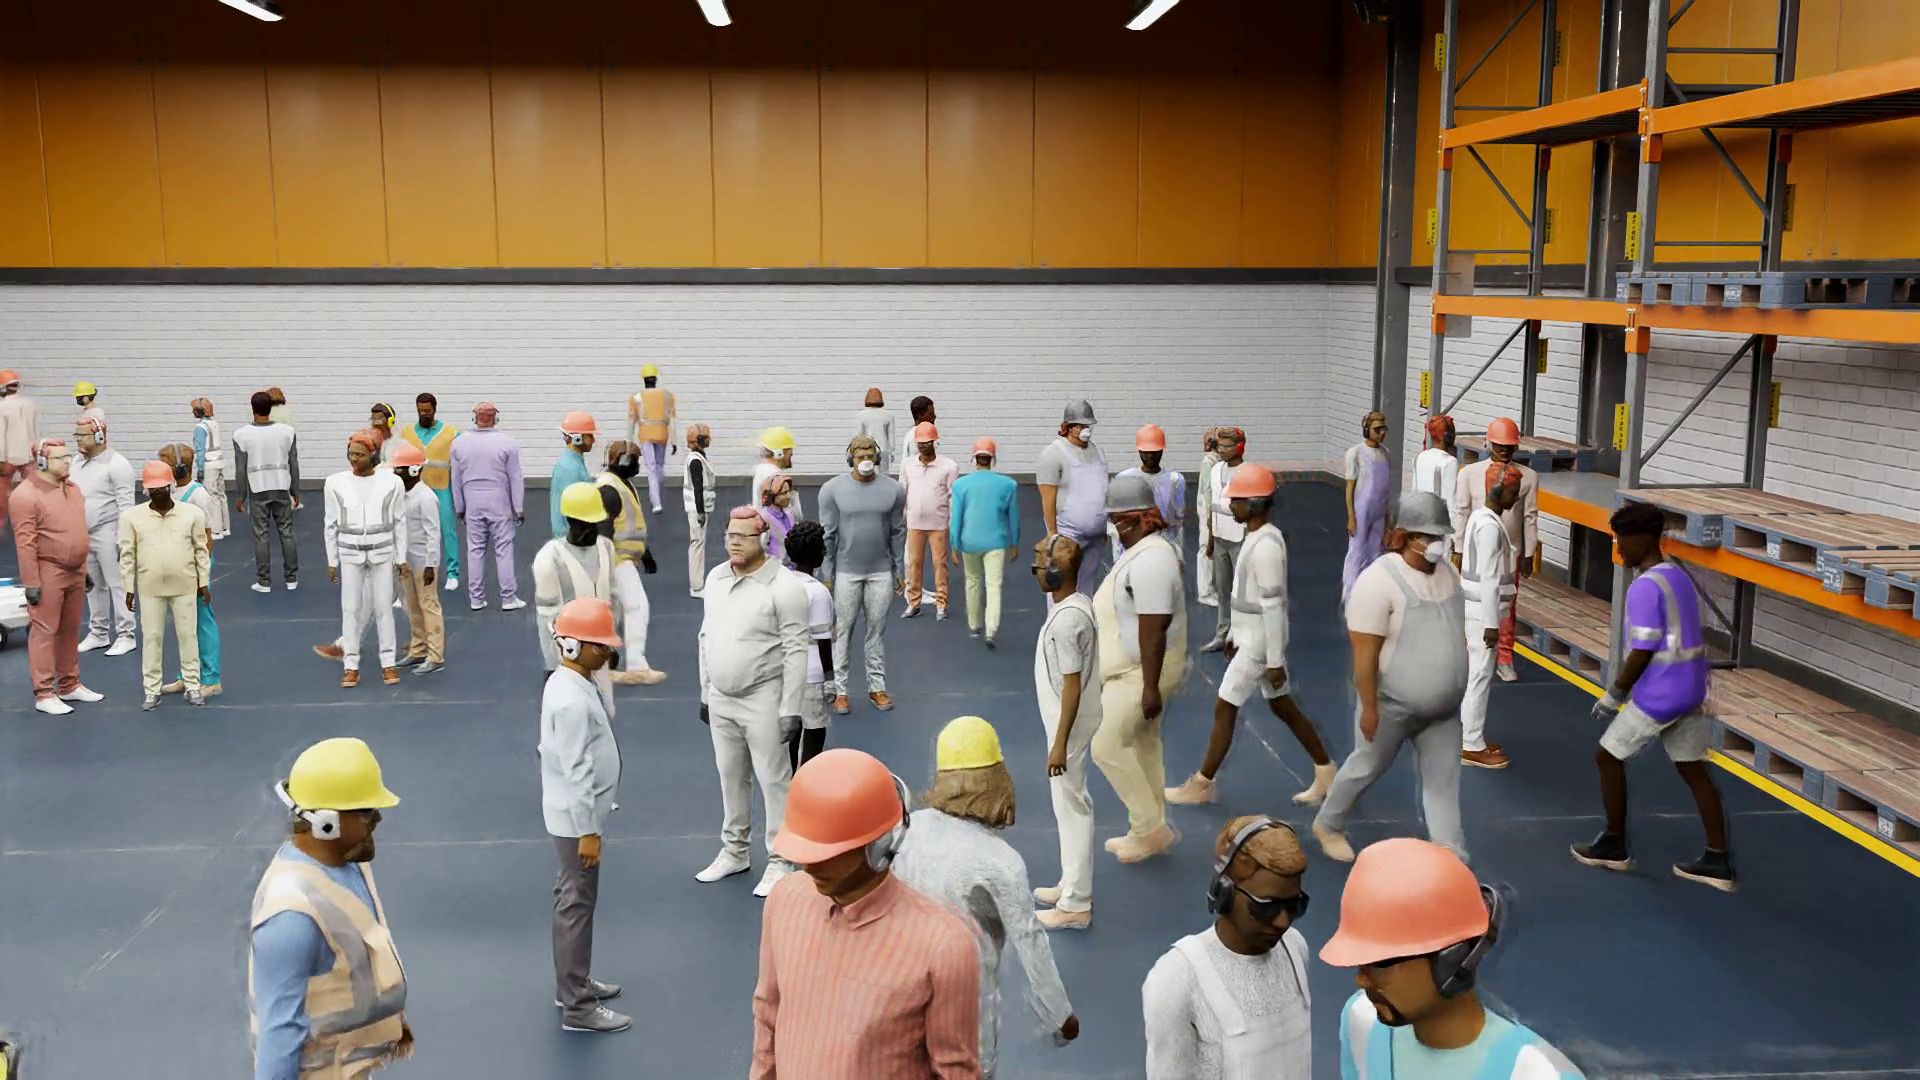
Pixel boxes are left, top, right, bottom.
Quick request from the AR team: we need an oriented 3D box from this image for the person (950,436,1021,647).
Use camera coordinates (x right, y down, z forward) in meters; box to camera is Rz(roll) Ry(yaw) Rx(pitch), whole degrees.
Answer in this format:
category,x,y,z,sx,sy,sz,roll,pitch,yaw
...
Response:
category,x,y,z,sx,sy,sz,roll,pitch,yaw
person,0.208,0.010,13.649,0.589,1.714,0.846,0,9,0

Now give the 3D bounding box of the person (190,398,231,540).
category,x,y,z,sx,sy,sz,roll,pitch,yaw
person,-8.597,-0.811,19.047,0.318,1.630,0.512,-1,9,-6

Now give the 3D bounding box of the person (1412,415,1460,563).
category,x,y,z,sx,sy,sz,roll,pitch,yaw
person,3.937,-0.087,13.697,0.356,1.885,0.572,-3,10,-19

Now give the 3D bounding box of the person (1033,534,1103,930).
category,x,y,z,sx,sy,sz,roll,pitch,yaw
person,0.487,0.885,7.720,0.339,1.842,0.507,2,9,10

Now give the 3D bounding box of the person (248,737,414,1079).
category,x,y,z,sx,sy,sz,roll,pitch,yaw
person,-1.809,1.414,4.600,0.932,1.795,0.590,-2,9,-13

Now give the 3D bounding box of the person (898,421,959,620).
category,x,y,z,sx,sy,sz,roll,pitch,yaw
person,-0.289,-0.168,14.610,0.568,1.751,0.329,2,9,14

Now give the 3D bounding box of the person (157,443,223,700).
category,x,y,z,sx,sy,sz,roll,pitch,yaw
person,-5.531,0.221,11.899,0.508,1.841,0.345,6,11,35

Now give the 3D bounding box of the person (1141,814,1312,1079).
category,x,y,z,sx,sy,sz,roll,pitch,yaw
person,0.627,1.512,3.801,0.506,1.839,0.343,-8,12,-40

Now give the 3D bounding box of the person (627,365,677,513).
category,x,y,z,sx,sy,sz,roll,pitch,yaw
person,-3.970,-1.306,21.372,0.603,1.871,1.031,-3,10,-21

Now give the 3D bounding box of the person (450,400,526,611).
category,x,y,z,sx,sy,sz,roll,pitch,yaw
person,-4.231,-0.308,14.997,0.652,1.911,0.404,1,9,6

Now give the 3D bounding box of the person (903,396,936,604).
category,x,y,z,sx,sy,sz,roll,pitch,yaw
person,-0.388,-0.374,15.384,0.390,1.920,0.587,0,9,-2

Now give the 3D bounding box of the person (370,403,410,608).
category,x,y,z,sx,sy,sz,roll,pitch,yaw
person,-5.225,-0.315,15.173,0.514,1.872,0.328,3,10,20

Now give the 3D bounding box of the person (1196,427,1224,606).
category,x,y,z,sx,sy,sz,roll,pitch,yaw
person,2.327,-0.221,15.300,0.309,1.641,0.513,3,9,17

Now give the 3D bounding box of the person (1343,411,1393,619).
category,x,y,z,sx,sy,sz,roll,pitch,yaw
person,3.581,-0.205,14.555,0.504,1.847,0.344,-6,11,-33

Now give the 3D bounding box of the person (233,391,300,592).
category,x,y,z,sx,sy,sz,roll,pitch,yaw
person,-6.617,-0.457,15.911,0.587,1.920,0.391,-7,11,-35

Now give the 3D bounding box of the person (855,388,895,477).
category,x,y,z,sx,sy,sz,roll,pitch,yaw
person,-1.056,-1.081,20.726,0.507,1.631,0.268,-2,9,-14

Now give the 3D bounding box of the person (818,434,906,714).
category,x,y,z,sx,sy,sz,roll,pitch,yaw
person,-0.669,0.230,11.532,0.628,1.940,0.377,-3,10,-18

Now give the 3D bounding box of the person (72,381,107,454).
category,x,y,z,sx,sy,sz,roll,pitch,yaw
person,-10.421,-1.023,19.965,0.525,1.760,0.341,6,11,34

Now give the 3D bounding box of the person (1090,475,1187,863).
category,x,y,z,sx,sy,sz,roll,pitch,yaw
person,0.894,0.653,8.561,0.543,2.000,0.699,1,9,6

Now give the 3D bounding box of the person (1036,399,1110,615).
category,x,y,z,sx,sy,sz,roll,pitch,yaw
person,0.978,-0.125,13.446,0.684,2.000,0.538,-8,12,-41

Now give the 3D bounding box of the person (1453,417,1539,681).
category,x,y,z,sx,sy,sz,roll,pitch,yaw
person,3.977,0.077,12.364,0.605,1.986,0.402,1,9,7

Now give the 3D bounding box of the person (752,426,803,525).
category,x,y,z,sx,sy,sz,roll,pitch,yaw
person,-1.534,-0.012,13.424,0.601,1.814,0.593,-2,9,-14

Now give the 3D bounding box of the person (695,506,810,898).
category,x,y,z,sx,sy,sz,roll,pitch,yaw
person,-1.047,0.780,8.163,0.651,1.913,0.409,6,11,34

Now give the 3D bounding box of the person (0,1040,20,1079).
category,x,y,z,sx,sy,sz,roll,pitch,yaw
person,-1.750,1.669,3.162,0.515,1.723,0.847,2,9,12

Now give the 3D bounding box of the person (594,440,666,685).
category,x,y,z,sx,sy,sz,roll,pitch,yaw
person,-2.454,0.164,12.367,0.715,1.807,0.647,-1,9,-4

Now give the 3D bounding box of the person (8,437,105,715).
category,x,y,z,sx,sy,sz,roll,pitch,yaw
person,-6.267,0.237,11.581,0.399,1.912,0.642,1,9,7

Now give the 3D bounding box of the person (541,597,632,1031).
category,x,y,z,sx,sy,sz,roll,pitch,yaw
person,-1.512,1.091,6.723,0.339,1.745,0.561,-2,9,-15

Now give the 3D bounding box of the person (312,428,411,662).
category,x,y,z,sx,sy,sz,roll,pitch,yaw
person,-4.611,0.033,13.094,0.983,1.829,0.597,-5,10,-28

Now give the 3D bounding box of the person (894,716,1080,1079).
category,x,y,z,sx,sy,sz,roll,pitch,yaw
person,0.036,1.380,4.974,0.690,1.710,0.528,-7,12,-38

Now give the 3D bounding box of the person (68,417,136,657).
category,x,y,z,sx,sy,sz,roll,pitch,yaw
person,-6.868,-0.028,13.258,0.639,1.908,0.409,4,10,23

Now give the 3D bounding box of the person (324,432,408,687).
category,x,y,z,sx,sy,sz,roll,pitch,yaw
person,-4.374,0.141,12.268,0.572,1.882,0.355,-3,10,-18

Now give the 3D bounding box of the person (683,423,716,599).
category,x,y,z,sx,sy,sz,roll,pitch,yaw
person,-2.442,-0.272,15.622,0.306,1.640,0.523,-1,9,-8

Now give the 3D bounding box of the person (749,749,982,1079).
category,x,y,z,sx,sy,sz,roll,pitch,yaw
person,-0.246,1.434,3.828,0.611,1.985,0.393,6,11,32

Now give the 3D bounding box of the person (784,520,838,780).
category,x,y,z,sx,sy,sz,roll,pitch,yaw
person,-0.835,0.736,9.116,0.318,1.697,0.534,-6,11,-34

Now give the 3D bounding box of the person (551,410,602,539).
category,x,y,z,sx,sy,sz,roll,pitch,yaw
person,-2.958,-0.009,12.898,0.405,1.987,0.618,-1,9,-8

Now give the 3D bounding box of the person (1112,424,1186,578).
category,x,y,z,sx,sy,sz,roll,pitch,yaw
person,1.407,0.100,12.357,0.552,1.934,0.373,0,9,-3

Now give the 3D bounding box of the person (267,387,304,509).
category,x,y,z,sx,sy,sz,roll,pitch,yaw
person,-8.754,-1.155,21.278,0.514,1.608,0.656,0,9,-1

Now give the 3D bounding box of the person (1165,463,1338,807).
category,x,y,z,sx,sy,sz,roll,pitch,yaw
person,1.706,0.555,9.367,1.082,1.995,0.624,2,9,11

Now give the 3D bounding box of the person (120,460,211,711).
category,x,y,z,sx,sy,sz,roll,pitch,yaw
person,-5.534,0.311,11.605,0.573,1.748,0.342,-4,10,-25

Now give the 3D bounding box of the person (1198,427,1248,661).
category,x,y,z,sx,sy,sz,roll,pitch,yaw
person,2.174,0.023,13.132,0.377,1.840,0.569,-5,11,-31

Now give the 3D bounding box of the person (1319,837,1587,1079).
category,x,y,z,sx,sy,sz,roll,pitch,yaw
person,0.944,1.533,3.197,1.067,1.978,0.630,-4,10,-21

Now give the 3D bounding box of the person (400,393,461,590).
category,x,y,z,sx,sy,sz,roll,pitch,yaw
person,-5.074,-0.467,16.010,0.593,1.910,0.388,0,9,2

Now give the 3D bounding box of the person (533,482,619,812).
category,x,y,z,sx,sy,sz,roll,pitch,yaw
person,-2.183,0.597,9.383,0.623,1.895,0.603,6,11,31

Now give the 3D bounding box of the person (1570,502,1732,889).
category,x,y,z,sx,sy,sz,roll,pitch,yaw
person,3.439,0.770,8.267,0.619,1.895,0.874,-9,13,-44

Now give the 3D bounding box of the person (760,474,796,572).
category,x,y,z,sx,sy,sz,roll,pitch,yaw
person,-1.288,0.354,11.689,0.309,1.641,0.514,3,9,17

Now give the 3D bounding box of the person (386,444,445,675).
category,x,y,z,sx,sy,sz,roll,pitch,yaw
person,-4.150,0.143,12.654,0.341,1.752,0.563,-8,12,-41

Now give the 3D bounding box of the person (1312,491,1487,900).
category,x,y,z,sx,sy,sz,roll,pitch,yaw
person,2.176,0.695,8.296,0.692,2.000,1.000,-5,10,-28

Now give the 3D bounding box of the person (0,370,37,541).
category,x,y,z,sx,sy,sz,roll,pitch,yaw
person,-10.780,-0.942,18.826,0.935,1.954,0.637,3,9,17

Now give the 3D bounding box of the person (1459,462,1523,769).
category,x,y,z,sx,sy,sz,roll,pitch,yaw
person,3.260,0.453,10.294,0.342,1.885,0.581,2,9,12
